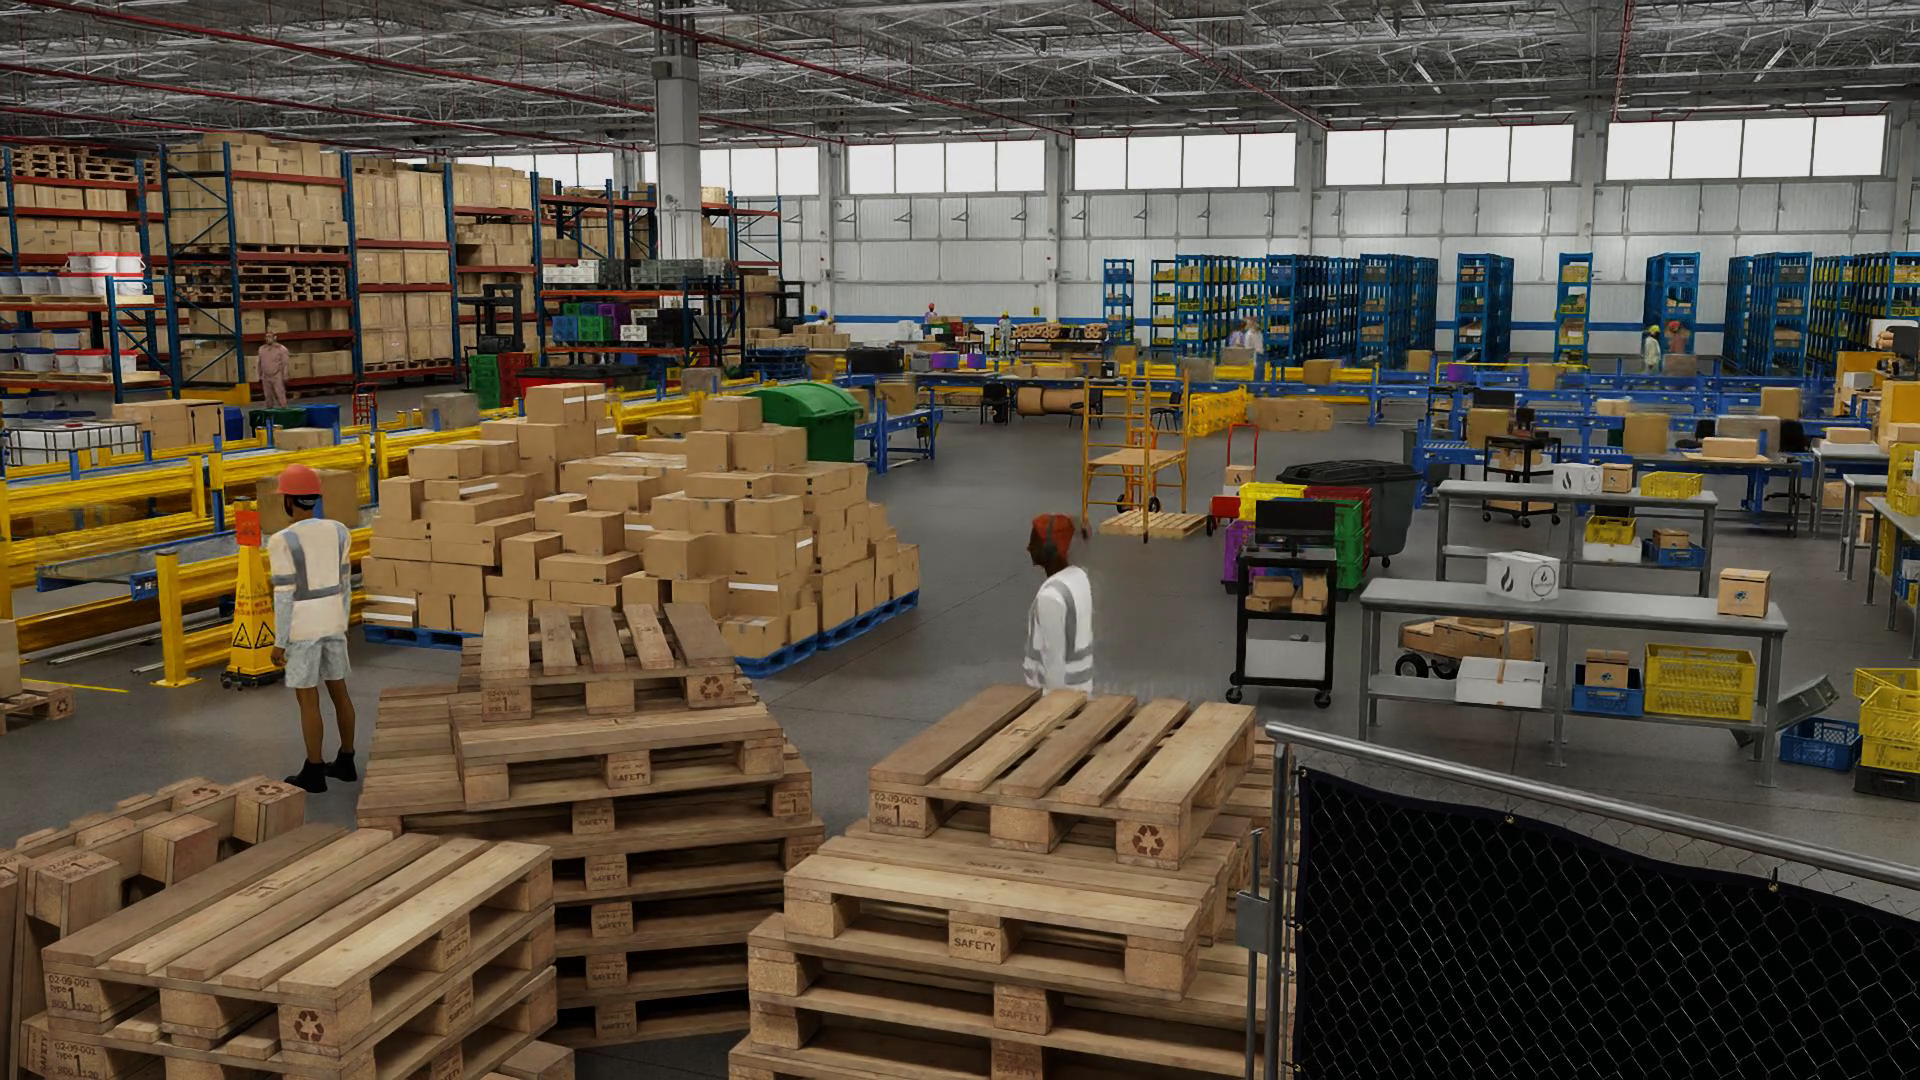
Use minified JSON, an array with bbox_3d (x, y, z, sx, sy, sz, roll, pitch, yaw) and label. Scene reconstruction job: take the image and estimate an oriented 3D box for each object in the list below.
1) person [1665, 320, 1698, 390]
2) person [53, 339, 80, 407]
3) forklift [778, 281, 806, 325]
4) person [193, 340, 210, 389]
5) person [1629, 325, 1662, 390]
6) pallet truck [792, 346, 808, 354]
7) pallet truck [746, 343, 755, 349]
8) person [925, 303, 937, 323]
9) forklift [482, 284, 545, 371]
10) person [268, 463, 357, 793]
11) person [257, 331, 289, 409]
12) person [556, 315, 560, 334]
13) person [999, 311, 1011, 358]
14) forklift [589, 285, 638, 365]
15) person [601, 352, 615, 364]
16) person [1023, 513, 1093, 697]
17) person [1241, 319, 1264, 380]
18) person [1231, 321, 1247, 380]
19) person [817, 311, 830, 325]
[{"bbox_3d":[17.477,-4.358,40.391,0.870,1.955,0.626,2,9,15],"label":"person"},{"bbox_3d":[-20.712,-3.891,38.461,0.518,1.618,0.451,5,10,28],"label":"person"},{"bbox_3d":[-6.085,-8.017,60.431,1.129,2.768,1.873,3,10,20],"label":"forklift"},{"bbox_3d":[-20.250,-4.942,44.418,0.579,1.826,0.432,3,10,21],"label":"person"},{"bbox_3d":[17.243,-4.480,41.601,0.823,1.803,0.602,6,11,32],"label":"person"},{"bbox_3d":[-3.705,-4.298,42.022,0.653,1.274,1.630,3,10,20],"label":"pallet truck"},{"bbox_3d":[-6.183,-4.618,44.264,1.601,1.201,0.680,-9,12,-43],"label":"pallet truck"},{"bbox_3d":[-1.132,-8.402,65.794,0.545,1.939,0.354,-6,11,-31],"label":"person"},{"bbox_3d":[-10.832,-4.702,39.610,1.129,2.768,1.873,3,10,20],"label":"forklift"},{"bbox_3d":[-3.826,0.517,9.791,0.365,1.939,0.542,5,10,29],"label":"person"},{"bbox_3d":[-14.058,-3.324,34.013,0.641,1.908,0.407,1,9,3],"label":"person"},{"bbox_3d":[-13.946,-7.214,58.484,0.658,1.887,0.682,2,9,11],"label":"person"},{"bbox_3d":[1.653,-7.531,60.972,0.485,1.735,0.346,-4,10,-25],"label":"person"},{"bbox_3d":[-10.126,-5.965,47.544,1.129,2.768,1.873,3,10,20],"label":"forklift"},{"bbox_3d":[-8.708,-4.364,41.332,0.883,1.648,0.538,2,9,12],"label":"person"},{"bbox_3d":[0.563,0.779,8.411,0.823,1.855,0.575,4,10,24],"label":"person"},{"bbox_3d":[7.843,-5.009,44.722,0.870,1.868,0.652,7,11,38],"label":"person"},{"bbox_3d":[7.372,-4.863,43.946,0.522,1.818,0.602,2,9,15],"label":"person"},{"bbox_3d":[-4.408,-6.384,53.250,0.672,1.906,0.674,-6,11,-34],"label":"person"}]
